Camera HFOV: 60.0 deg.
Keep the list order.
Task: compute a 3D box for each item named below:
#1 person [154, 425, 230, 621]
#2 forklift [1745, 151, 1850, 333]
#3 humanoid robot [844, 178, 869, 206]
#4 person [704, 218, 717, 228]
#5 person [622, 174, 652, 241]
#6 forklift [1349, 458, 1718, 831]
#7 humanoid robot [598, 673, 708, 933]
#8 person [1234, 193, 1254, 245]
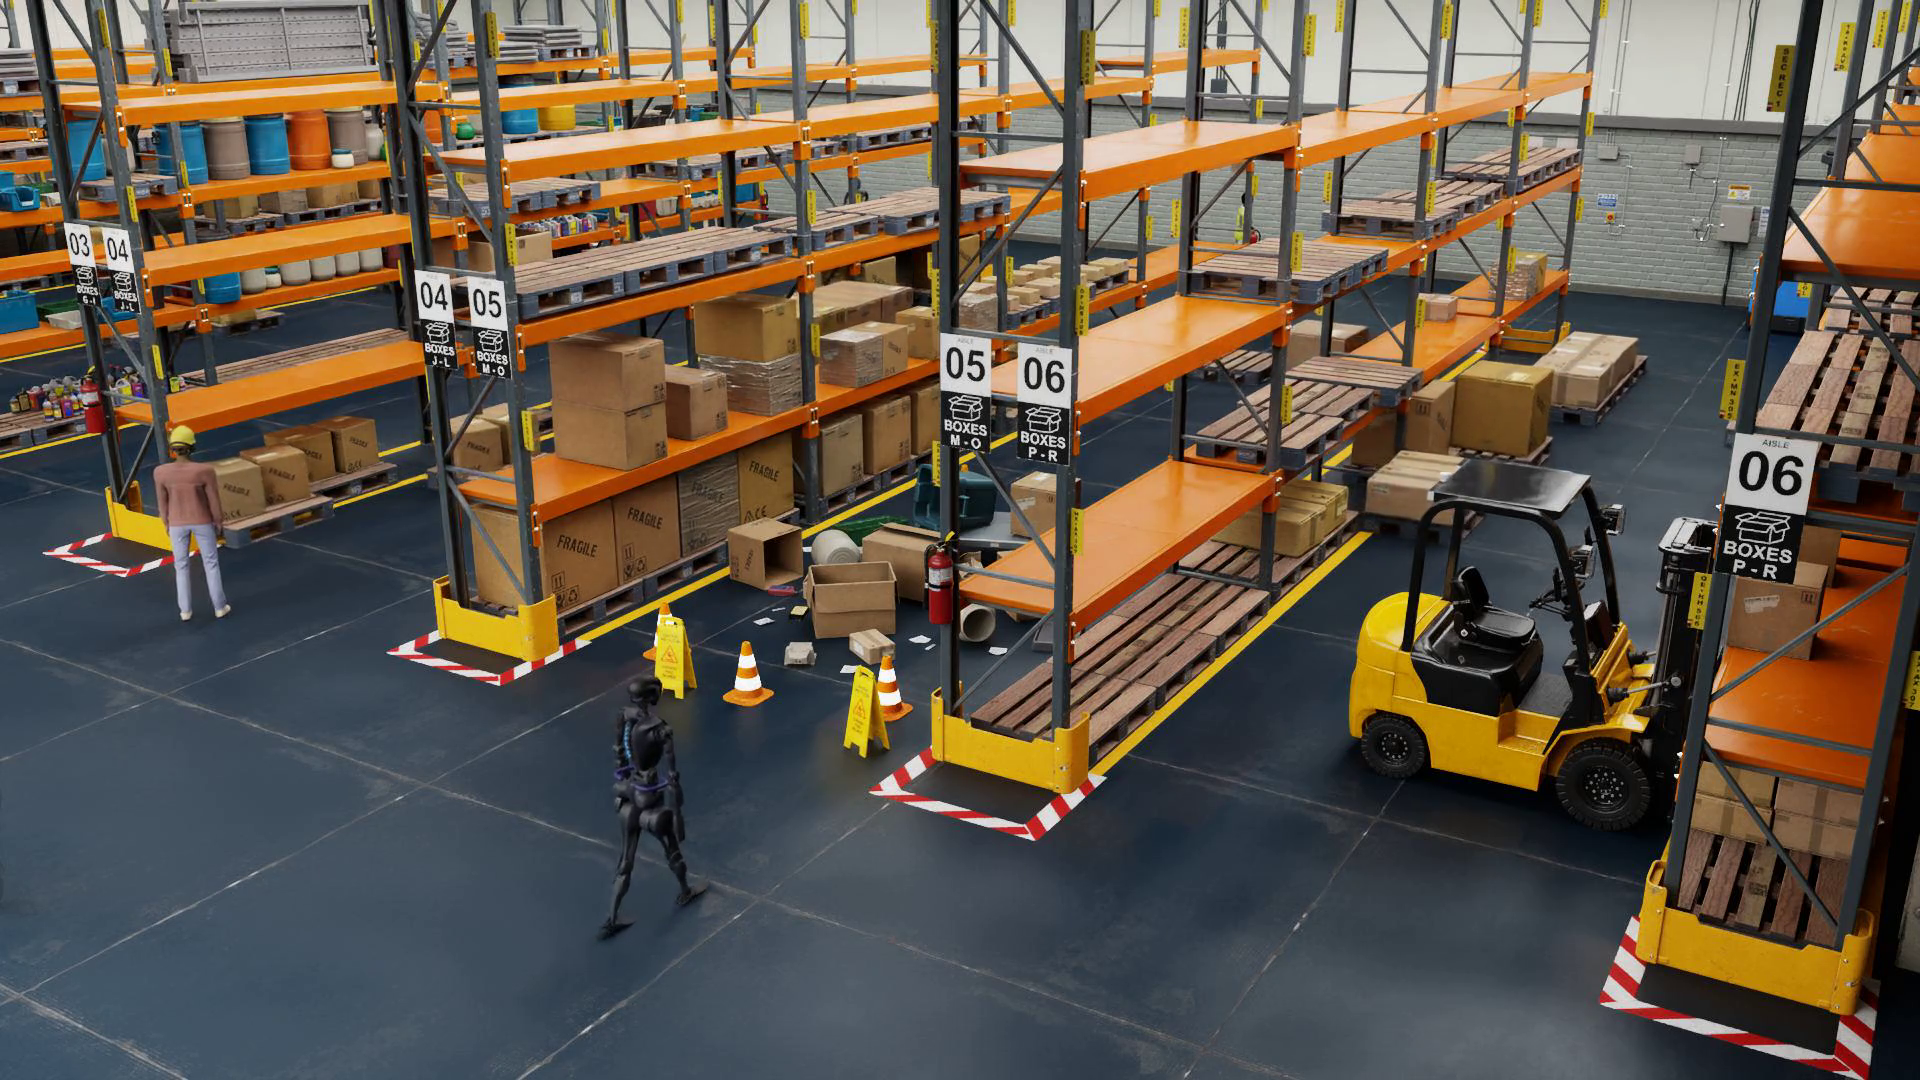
[{"bbox_3d":[-6.814,-0.153,14.783,0.530,1.756,0.356,-5,20,-14],"label":"person"},{"bbox_3d":[13.620,-4.667,26.137,1.873,2.768,1.129,11,22,29],"label":"forklift"},{"bbox_3d":[-2.043,-6.336,32.845,0.614,1.618,0.778,-10,22,-27],"label":"humanoid robot"},{"bbox_3d":[-5.237,-7.062,34.864,0.489,1.688,0.350,-6,20,-18],"label":"person"},{"bbox_3d":[-6.784,-7.079,34.797,0.959,1.745,0.524,12,23,32],"label":"person"},{"bbox_3d":[3.988,0.658,11.776,2.313,2.155,1.214,11,22,29],"label":"forklift"},{"bbox_3d":[-1.906,1.556,10.052,0.591,1.630,0.793,14,24,35],"label":"humanoid robot"},{"bbox_3d":[5.180,-5.512,30.381,0.319,1.687,0.537,-1,19,-4],"label":"person"}]
